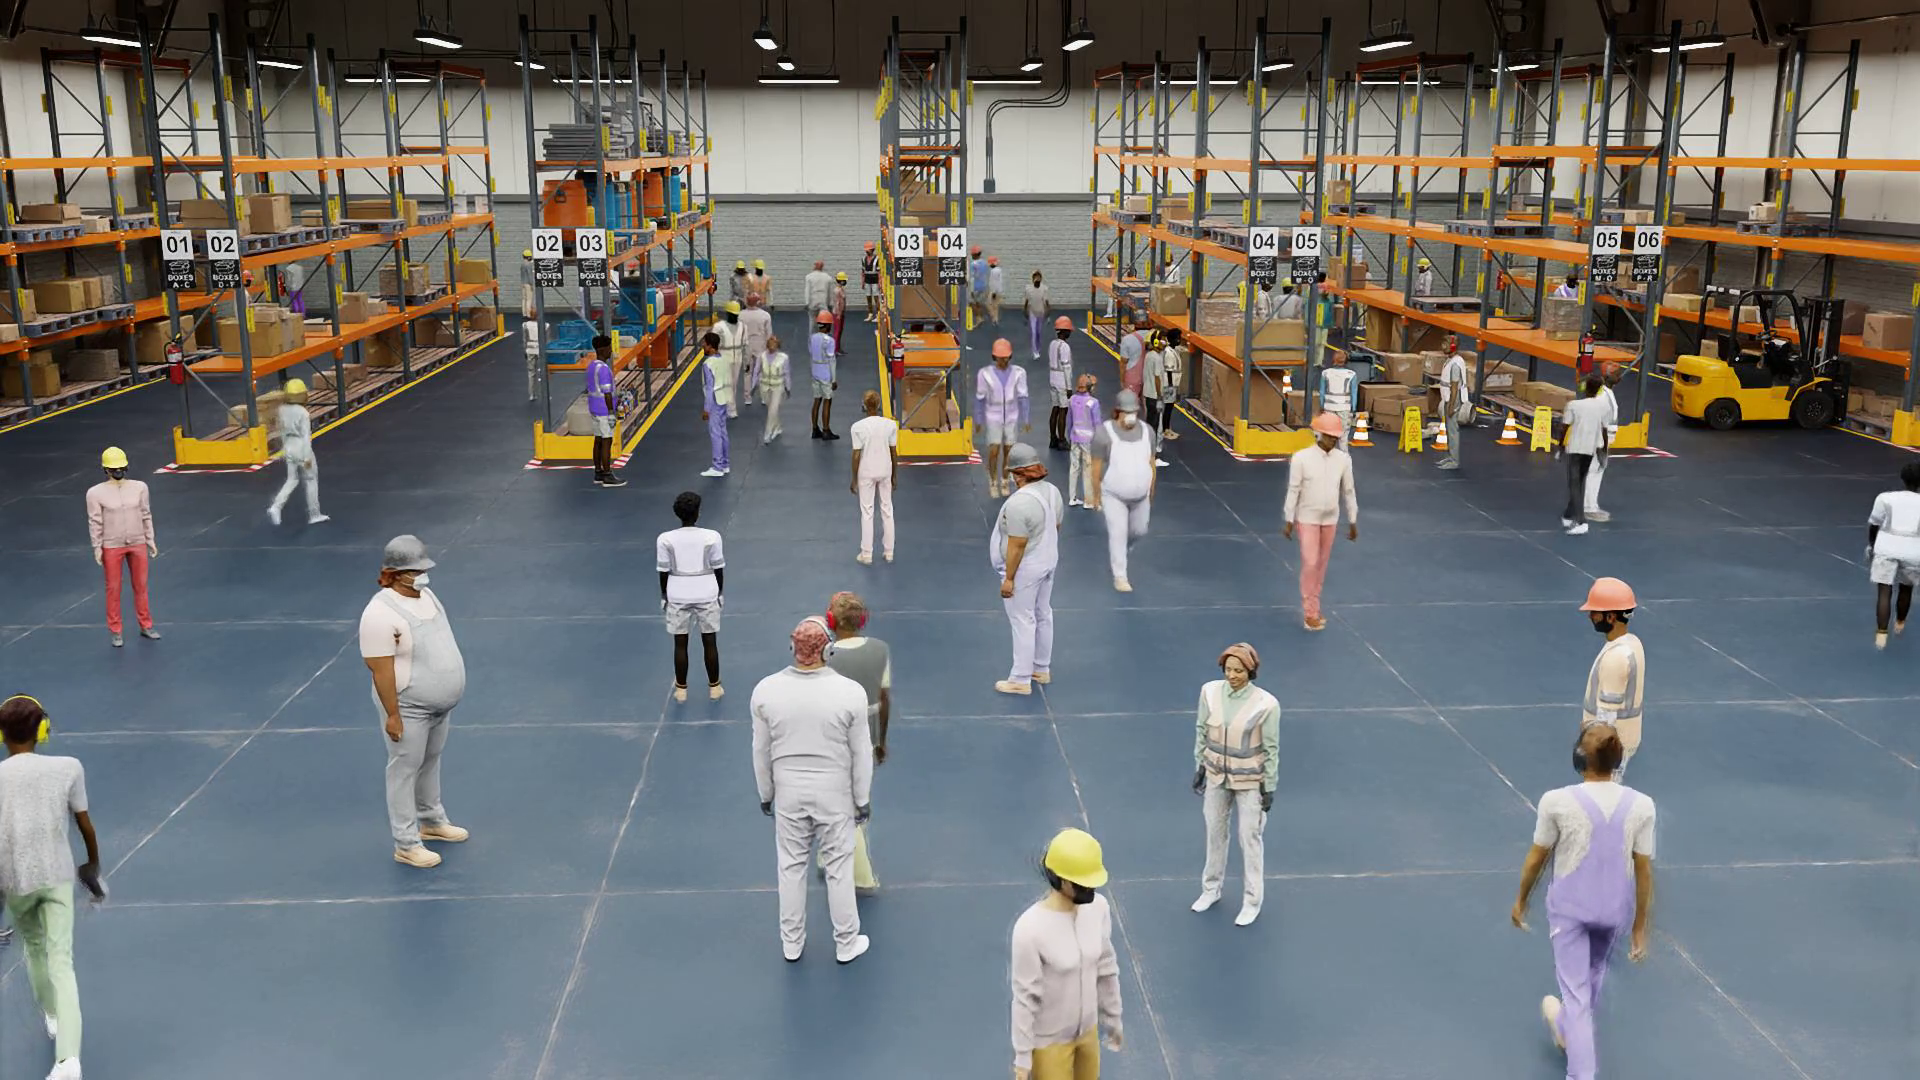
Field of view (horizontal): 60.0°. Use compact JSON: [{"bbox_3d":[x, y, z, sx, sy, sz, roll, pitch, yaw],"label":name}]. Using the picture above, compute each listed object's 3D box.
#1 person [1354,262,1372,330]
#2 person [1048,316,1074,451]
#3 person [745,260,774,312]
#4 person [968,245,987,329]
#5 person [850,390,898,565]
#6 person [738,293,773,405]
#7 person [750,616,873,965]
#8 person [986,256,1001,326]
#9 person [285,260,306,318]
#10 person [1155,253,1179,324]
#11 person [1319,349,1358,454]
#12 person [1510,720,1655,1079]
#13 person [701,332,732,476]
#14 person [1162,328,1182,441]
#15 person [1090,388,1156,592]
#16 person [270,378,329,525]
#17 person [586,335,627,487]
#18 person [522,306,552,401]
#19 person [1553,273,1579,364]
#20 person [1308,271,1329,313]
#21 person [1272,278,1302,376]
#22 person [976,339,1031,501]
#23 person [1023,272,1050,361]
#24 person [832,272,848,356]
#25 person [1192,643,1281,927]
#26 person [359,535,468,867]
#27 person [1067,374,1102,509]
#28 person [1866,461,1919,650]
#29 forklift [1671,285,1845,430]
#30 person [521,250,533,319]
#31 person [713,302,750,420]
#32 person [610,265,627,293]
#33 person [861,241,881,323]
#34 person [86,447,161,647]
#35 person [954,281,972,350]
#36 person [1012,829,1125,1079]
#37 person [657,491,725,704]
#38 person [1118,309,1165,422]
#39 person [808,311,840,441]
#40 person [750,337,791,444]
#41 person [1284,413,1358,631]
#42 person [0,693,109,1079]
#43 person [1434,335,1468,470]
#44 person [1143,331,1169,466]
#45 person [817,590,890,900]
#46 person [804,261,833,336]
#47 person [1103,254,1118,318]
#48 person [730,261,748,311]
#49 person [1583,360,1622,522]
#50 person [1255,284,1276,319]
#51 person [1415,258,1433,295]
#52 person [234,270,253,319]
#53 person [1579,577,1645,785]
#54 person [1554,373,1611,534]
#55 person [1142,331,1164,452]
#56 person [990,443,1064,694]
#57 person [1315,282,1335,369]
[{"bbox_3d":[9.677,-5.868,39.989,0.504,1.635,0.273,-9,16,-34],"label":"person"},{"bbox_3d":[1.481,-2.262,24.066,0.350,1.941,0.545,-6,14,-23],"label":"person"},{"bbox_3d":[-4.437,-5.271,36.964,0.602,1.863,1.012,-7,15,-28],"label":"person"},{"bbox_3d":[0.398,-6.075,40.028,0.411,2.025,0.623,10,17,37],"label":"person"},{"bbox_3d":[-0.903,-0.652,17.465,0.504,1.840,0.345,-5,14,-20],"label":"person"},{"bbox_3d":[-3.493,-3.245,28.300,0.643,1.910,0.400,1,13,4],"label":"person"},{"bbox_3d":[-0.773,1.337,8.889,0.642,1.909,0.399,2,13,9],"label":"person"},{"bbox_3d":[0.798,-6.086,40.700,0.426,1.731,0.597,1,13,3],"label":"person"},{"bbox_3d":[-16.640,-6.294,41.550,0.345,1.747,0.573,4,14,18],"label":"person"},{"bbox_3d":[4.896,-5.862,39.473,0.615,1.866,0.467,-2,13,-7],"label":"person"},{"bbox_3d":[5.133,-1.764,22.599,0.521,1.639,0.311,7,15,28],"label":"person"},{"bbox_3d":[2.840,1.682,7.666,0.533,1.793,0.955,-1,13,-2],"label":"person"},{"bbox_3d":[-3.263,-1.812,22.205,0.391,1.920,0.593,3,14,13],"label":"person"},{"bbox_3d":[3.159,-2.337,24.925,0.319,1.688,0.538,3,14,11],"label":"person"},{"bbox_3d":[1.624,-0.547,16.584,0.695,2.000,0.758,-4,14,-16],"label":"person"},{"bbox_3d":[-7.679,-1.008,19.217,0.491,1.721,0.646,6,14,23],"label":"person"},{"bbox_3d":[-4.607,-1.675,21.524,0.367,1.966,0.604,-9,16,-33],"label":"person"},{"bbox_3d":[-7.311,-3.222,28.800,0.509,1.629,0.316,0,13,2],"label":"person"},{"bbox_3d":[12.343,-4.492,33.730,0.625,1.840,0.430,-2,13,-7],"label":"person"},{"bbox_3d":[7.819,-5.052,36.429,0.547,1.678,0.554,12,18,42],"label":"person"},{"bbox_3d":[6.253,-4.075,31.895,0.605,1.865,1.015,0,13,-2],"label":"person"},{"bbox_3d":[0.544,-1.484,20.624,0.635,2.010,0.811,-2,13,-8],"label":"person"},{"bbox_3d":[1.593,-4.652,34.479,0.536,1.818,1.010,-1,13,-5],"label":"person"},{"bbox_3d":[-2.508,-4.768,35.083,0.351,1.758,0.522,2,13,9],"label":"person"},{"bbox_3d":[1.559,1.362,9.383,0.519,1.633,0.314,11,17,38],"label":"person"},{"bbox_3d":[-3.301,0.959,10.204,0.538,2.000,0.684,2,13,10],"label":"person"},{"bbox_3d":[1.510,-1.192,20.185,0.310,1.636,0.523,-11,17,-40],"label":"person"},{"bbox_3d":[8.266,0.116,14.624,0.540,1.643,0.905,7,15,27],"label":"person"},{"bbox_3d":[12.503,-2.886,26.166,2.313,2.155,1.214,-1,13,-3],"label":"forklift"},{"bbox_3d":[-11.037,-6.528,42.519,0.330,1.764,0.528,-10,16,-36],"label":"person"},{"bbox_3d":[-3.636,-2.882,26.810,0.592,1.877,0.955,-8,15,-29],"label":"person"},{"bbox_3d":[-7.807,-5.494,37.879,0.576,1.885,0.355,-12,18,-41],"label":"person"},{"bbox_3d":[-2.230,-6.456,41.654,0.612,2.030,0.410,9,16,34],"label":"person"},{"bbox_3d":[-7.355,0.050,14.644,0.311,1.768,0.533,13,18,43],"label":"person"},{"bbox_3d":[0.044,-4.955,36.133,0.279,1.633,0.500,-9,16,-35],"label":"person"},{"bbox_3d":[0.436,1.960,6.575,0.362,1.749,0.552,13,18,43],"label":"person"},{"bbox_3d":[-2.103,0.456,13.077,0.529,1.695,0.321,-2,13,-7],"label":"person"},{"bbox_3d":[2.615,-2.364,24.283,0.685,2.000,0.535,-4,14,-18],"label":"person"},{"bbox_3d":[-2.022,-2.460,24.934,0.546,1.928,0.384,13,18,43],"label":"person"},{"bbox_3d":[-2.811,-2.247,24.781,0.577,1.580,0.878,3,14,14],"label":"person"},{"bbox_3d":[3.331,-0.158,15.060,0.652,1.974,0.725,-4,14,-18],"label":"person"},{"bbox_3d":[-4.318,1.646,7.853,0.533,1.799,1.007,-7,15,-28],"label":"person"},{"bbox_3d":[6.713,-1.874,22.657,0.393,1.836,0.561,2,13,9],"label":"person"},{"bbox_3d":[2.691,-1.957,22.941,0.334,1.864,0.521,-2,13,-10],"label":"person"},{"bbox_3d":[-0.707,1.195,9.699,0.630,1.822,0.624,13,18,43],"label":"person"},{"bbox_3d":[-3.169,-5.279,37.067,0.712,1.834,1.006,-4,14,-18],"label":"person"},{"bbox_3d":[3.903,-6.556,42.898,0.514,1.641,0.315,-12,18,-40],"label":"person"},{"bbox_3d":[-5.118,-5.643,38.873,0.507,1.708,0.817,-2,13,-8],"label":"person"},{"bbox_3d":[7.544,-1.167,19.552,0.337,1.879,0.584,6,15,25],"label":"person"},{"bbox_3d":[5.716,-4.005,31.249,0.389,2.034,0.605,2,13,8],"label":"person"},{"bbox_3d":[10.706,-5.589,38.426,0.405,1.824,0.586,0,13,0],"label":"person"},{"bbox_3d":[-13.899,-4.254,32.408,0.404,1.991,0.625,-9,16,-35],"label":"person"},{"bbox_3d":[3.716,1.161,9.610,0.390,1.924,0.548,7,15,28],"label":"person"},{"bbox_3d":[7.100,-0.989,18.937,0.540,1.841,0.763,-1,13,-5],"label":"person"},{"bbox_3d":[2.758,-2.133,23.938,0.289,1.746,0.486,-4,14,-18],"label":"person"},{"bbox_3d":[0.497,0.212,13.368,0.537,2.000,0.678,8,16,31],"label":"person"},{"bbox_3d":[7.149,-4.235,32.870,0.576,1.726,0.372,-6,15,-24],"label":"person"}]
